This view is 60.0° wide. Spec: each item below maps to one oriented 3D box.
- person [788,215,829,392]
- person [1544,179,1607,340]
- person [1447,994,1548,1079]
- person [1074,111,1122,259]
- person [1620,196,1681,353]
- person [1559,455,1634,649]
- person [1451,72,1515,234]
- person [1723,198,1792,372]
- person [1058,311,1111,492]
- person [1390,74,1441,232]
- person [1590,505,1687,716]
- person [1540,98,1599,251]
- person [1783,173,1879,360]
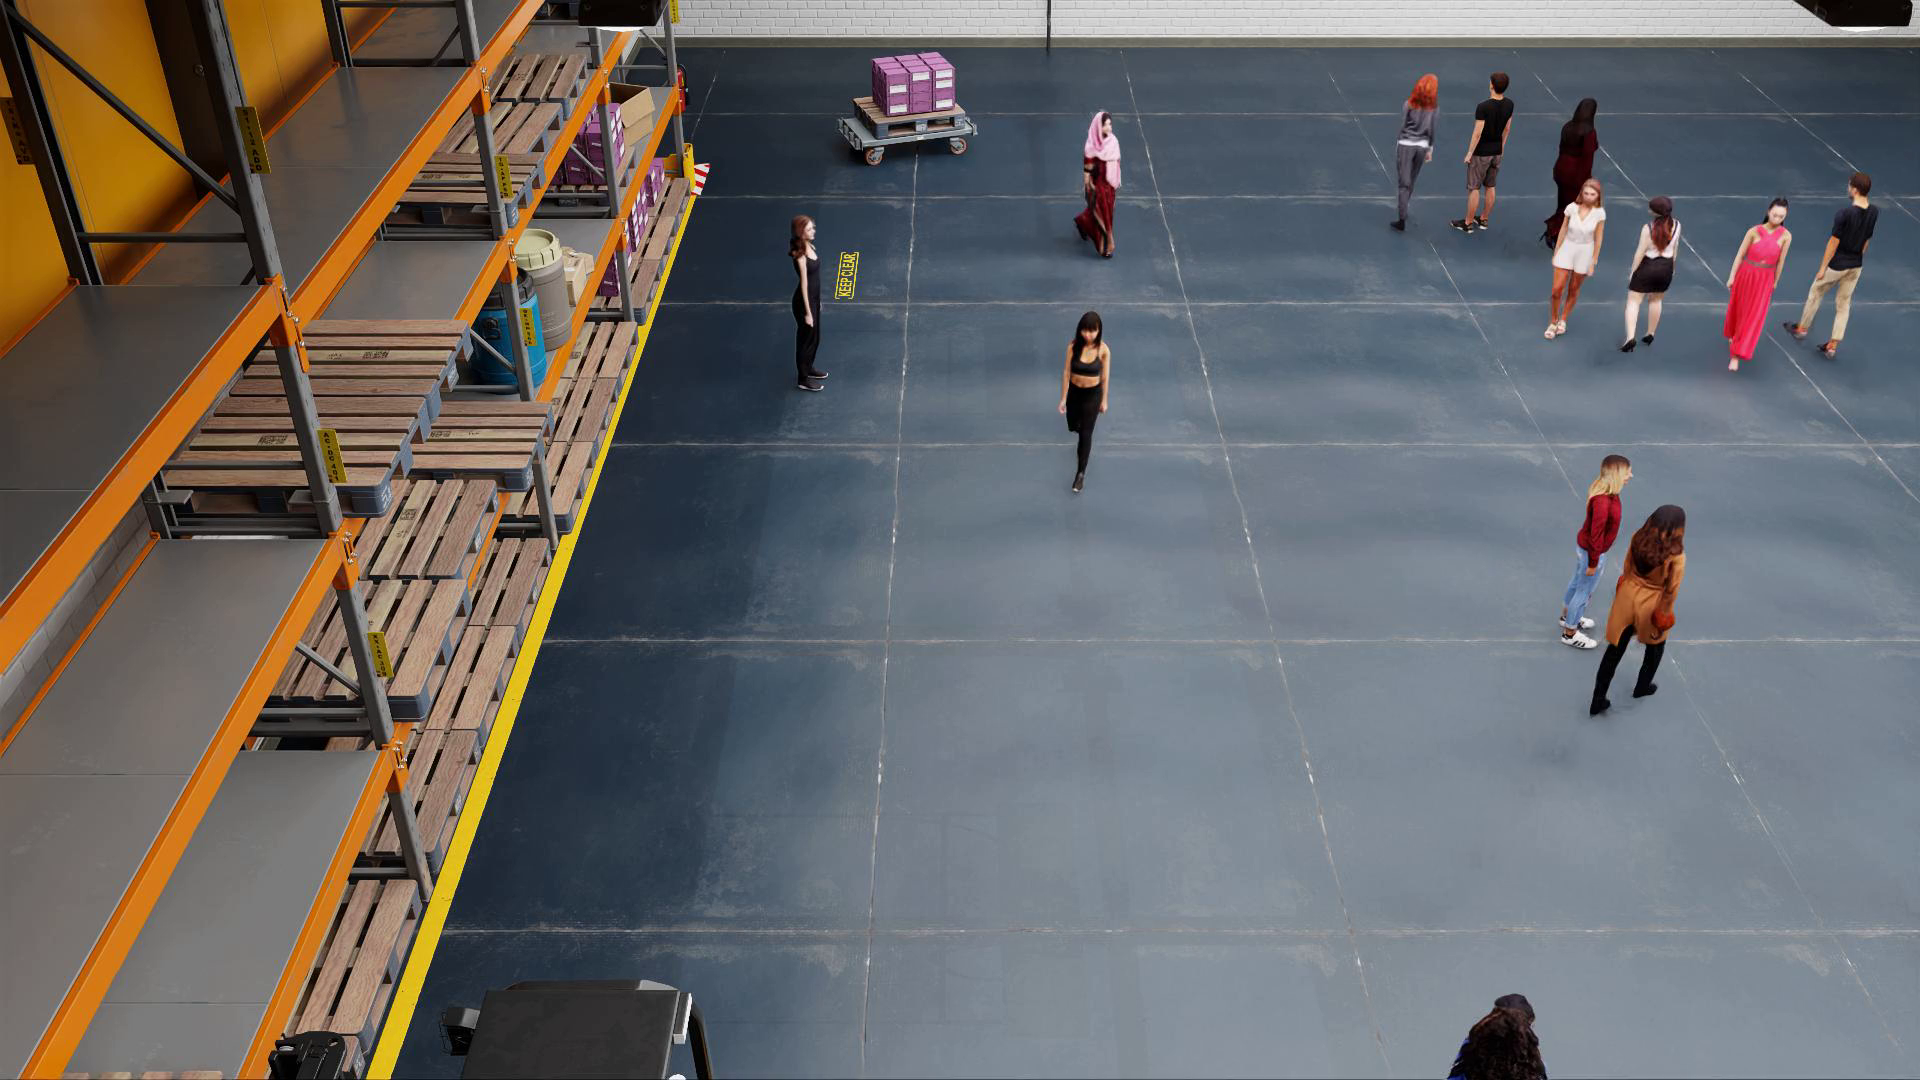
[{"bbox_3d":[-1.470,-2.283,15.900,0.674,1.747,0.488,4,34,6],"label":"person"},{"bbox_3d":[6.261,-2.896,16.879,0.747,1.683,0.833,14,36,20],"label":"person"},{"bbox_3d":[2.602,2.904,8.231,0.838,1.598,0.941,19,38,26],"label":"person"},{"bbox_3d":[1.537,-4.026,18.644,0.957,1.612,1.064,-23,40,-31],"label":"person"},{"bbox_3d":[6.859,-2.632,16.543,0.642,1.617,0.692,6,34,9],"label":"person"},{"bbox_3d":[4.749,0.061,12.476,0.713,1.634,0.562,9,35,13],"label":"person"},{"bbox_3d":[6.033,-4.445,19.048,0.754,1.862,0.733,-14,36,-20],"label":"person"},{"bbox_3d":[7.820,-2.557,16.389,0.945,1.662,1.253,15,37,22],"label":"person"},{"bbox_3d":[1.092,-1.283,14.506,0.736,1.625,1.075,8,35,12],"label":"person"},{"bbox_3d":[5.216,-4.411,19.122,0.584,1.724,1.006,-4,34,-6],"label":"person"},{"bbox_3d":[4.733,0.534,11.705,1.018,1.700,0.967,-27,42,-34],"label":"person"},{"bbox_3d":[6.742,-4.033,18.549,0.893,1.730,0.820,-9,35,-13],"label":"person"},{"bbox_3d":[8.750,-2.652,16.391,0.834,1.817,1.033,-6,34,-10],"label":"person"}]
